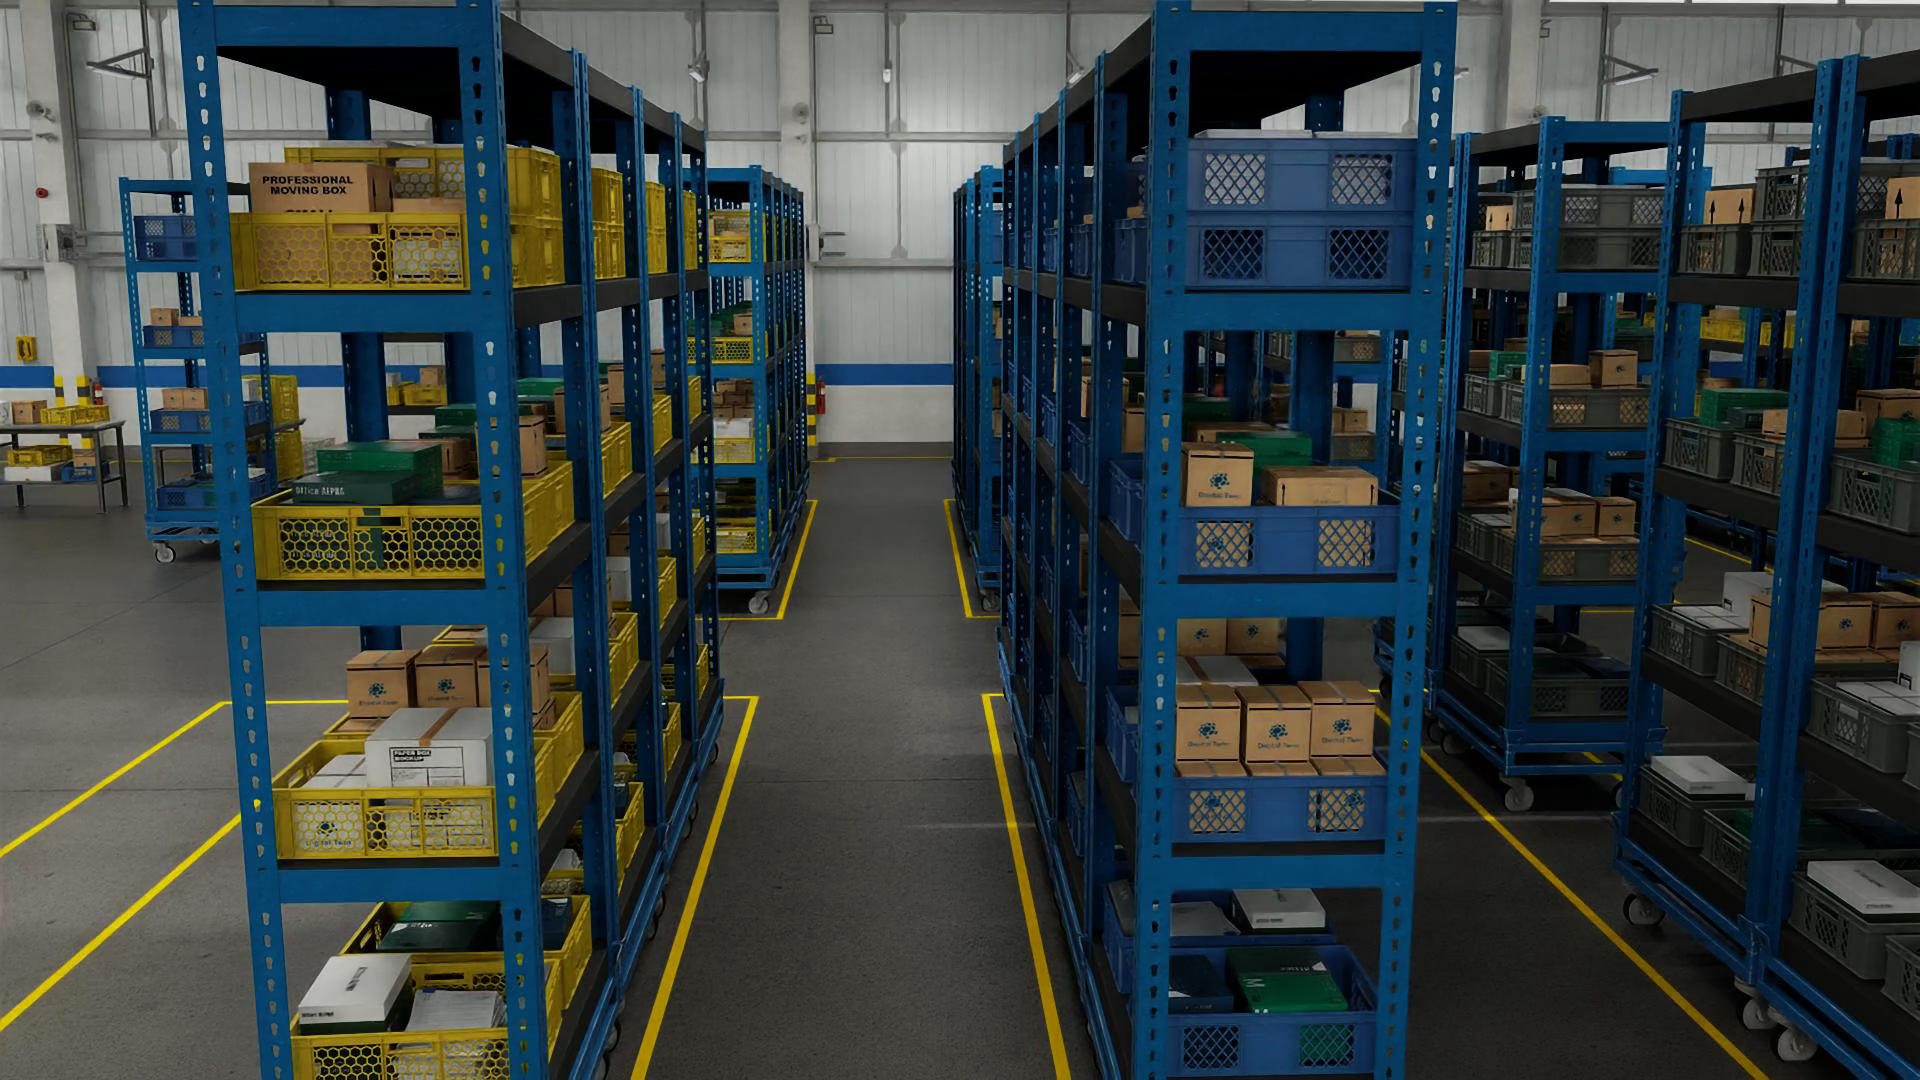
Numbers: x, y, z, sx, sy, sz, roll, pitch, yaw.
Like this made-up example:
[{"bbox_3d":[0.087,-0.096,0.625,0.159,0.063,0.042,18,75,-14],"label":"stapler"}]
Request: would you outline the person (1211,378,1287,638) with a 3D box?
[{"bbox_3d":[2.114,-0.216,12.516,0.925,2.014,0.618,0,10,1],"label":"person"}]
